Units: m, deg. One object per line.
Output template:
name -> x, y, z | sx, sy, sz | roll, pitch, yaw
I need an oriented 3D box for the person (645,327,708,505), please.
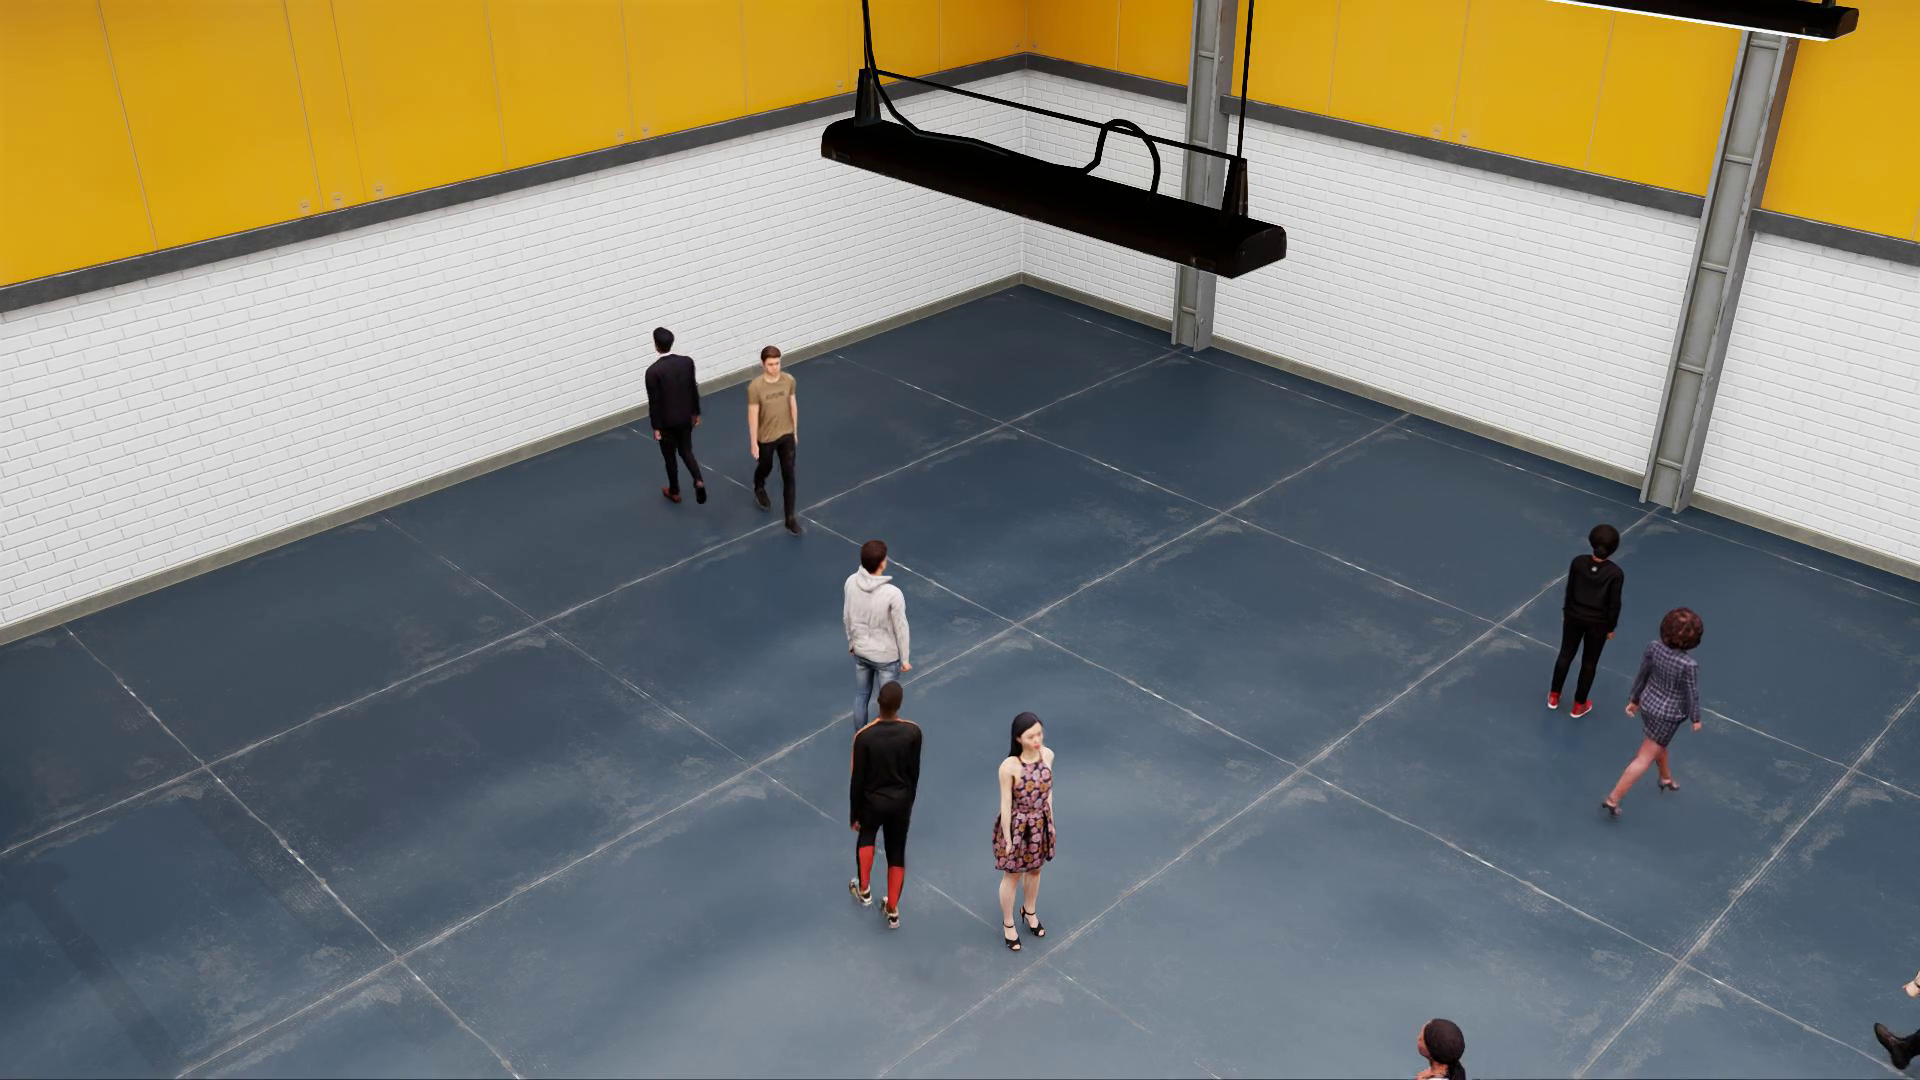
person -> -2.747, -1.164, 16.215 | 0.801, 1.869, 1.009 | -20, 34, -31

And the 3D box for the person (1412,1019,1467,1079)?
person -> 2.440, 3.193, 8.396 | 1.211, 1.709, 0.725 | 17, 33, 28

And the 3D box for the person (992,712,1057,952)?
person -> 0.426, 1.878, 10.739 | 0.699, 1.773, 0.707 | -20, 34, -32

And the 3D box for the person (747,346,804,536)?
person -> -1.824, -1.017, 16.001 | 0.944, 1.815, 1.293 | -13, 31, -22

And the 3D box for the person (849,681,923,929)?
person -> -0.454, 1.786, 10.899 | 0.838, 1.782, 0.900 | -6, 29, -12

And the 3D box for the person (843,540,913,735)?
person -> -0.647, 0.843, 12.556 | 0.633, 1.850, 0.804 | 13, 31, 22

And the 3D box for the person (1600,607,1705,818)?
person -> 4.957, 1.298, 11.930 | 0.956, 1.651, 1.065 | -10, 30, -17

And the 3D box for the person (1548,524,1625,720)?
person -> 4.955, 0.627, 13.136 | 0.464, 1.674, 0.656 | 22, 36, 34
